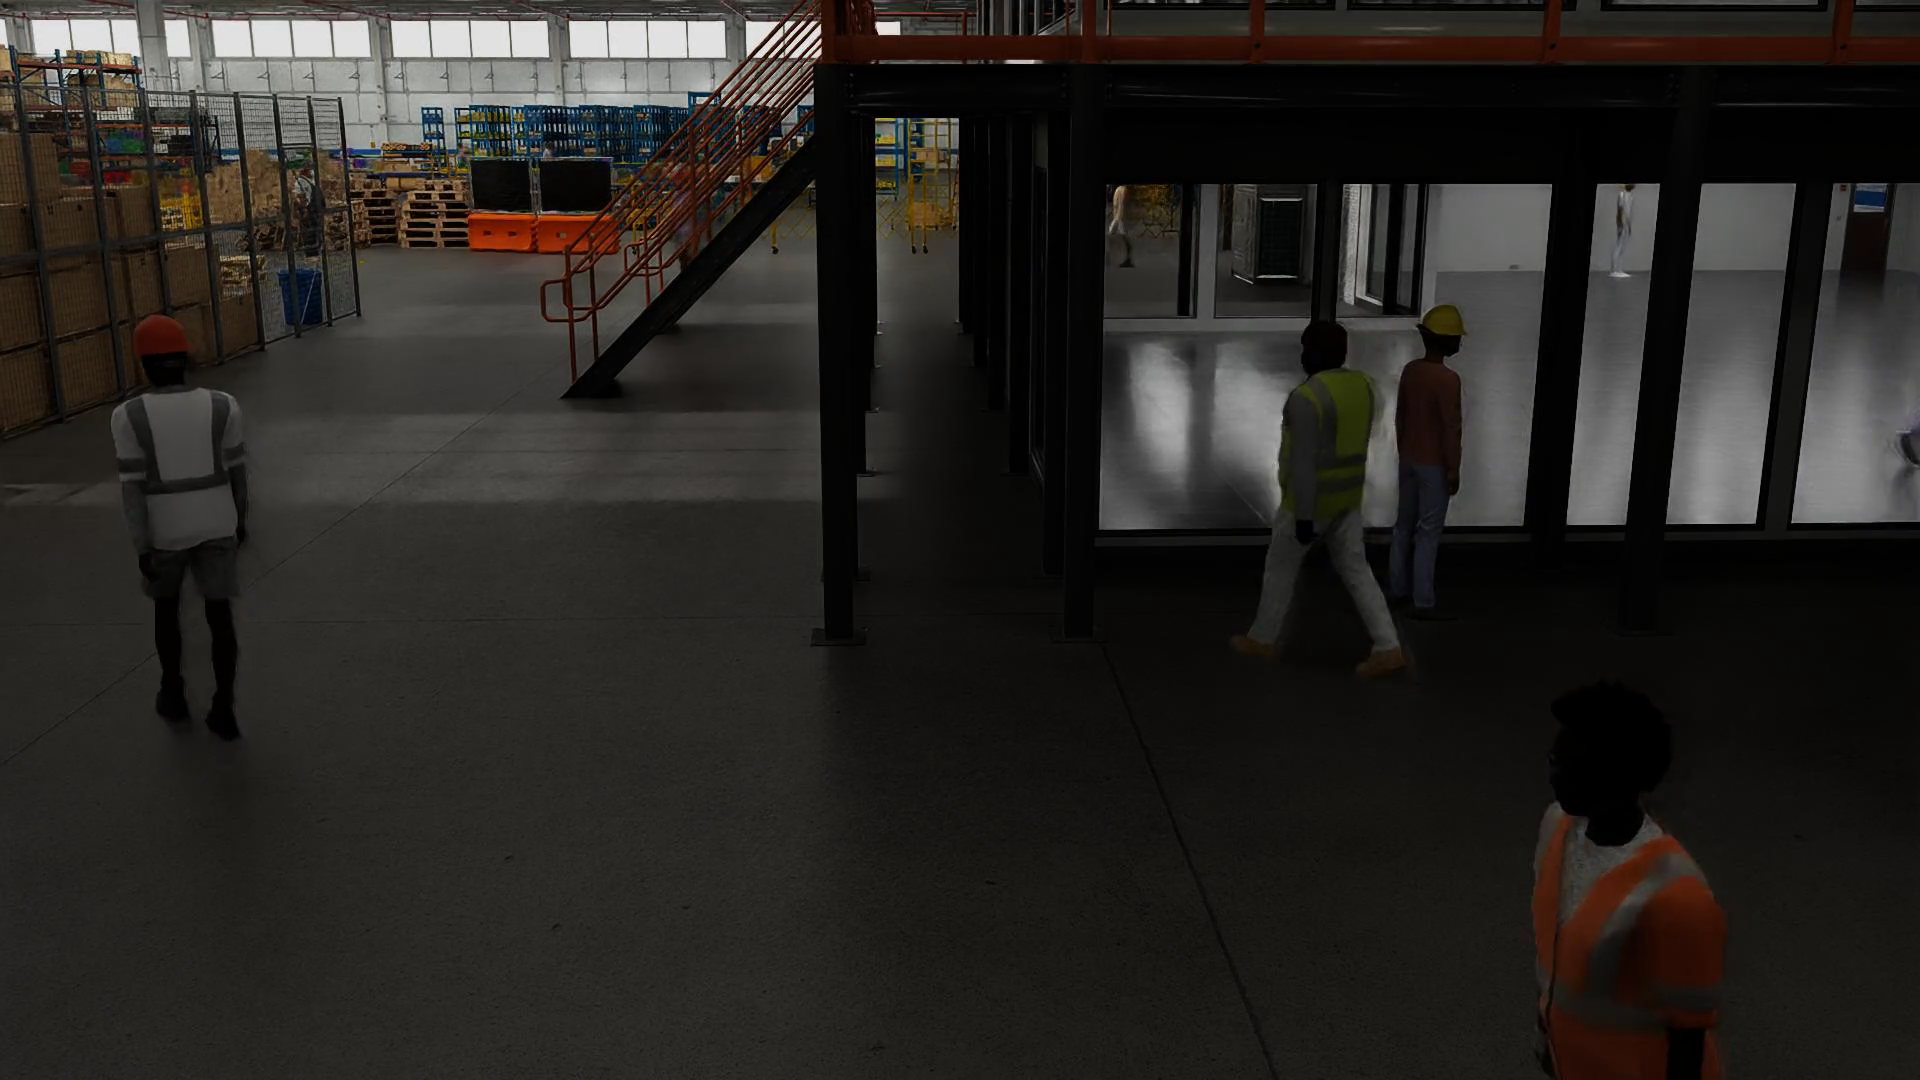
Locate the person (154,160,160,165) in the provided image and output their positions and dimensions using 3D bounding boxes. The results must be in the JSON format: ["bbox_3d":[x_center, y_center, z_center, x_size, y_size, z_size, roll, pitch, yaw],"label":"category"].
[{"bbox_3d":[-31.244,-14.369,64.754,0.639,1.891,0.984,12,18,39],"label":"person"}]

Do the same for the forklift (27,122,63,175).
[{"bbox_3d":[-35.376,-14.773,64.377,1.129,2.768,1.873,-1,14,-2],"label":"forklift"}]

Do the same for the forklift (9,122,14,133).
[{"bbox_3d":[-37.575,-15.030,65.406,1.129,2.768,1.873,-1,14,-2],"label":"forklift"}]

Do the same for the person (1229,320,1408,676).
[{"bbox_3d":[1.865,-0.203,8.365,0.625,1.798,0.972,-12,18,-40],"label":"person"}]

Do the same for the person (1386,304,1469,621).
[{"bbox_3d":[2.640,-0.432,9.322,0.319,1.767,0.534,-5,15,-18],"label":"person"}]

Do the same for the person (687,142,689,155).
[{"bbox_3d":[-14.975,-21.343,92.878,0.941,1.787,0.598,-3,14,-13],"label":"person"}]

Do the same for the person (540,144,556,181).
[{"bbox_3d":[-19.054,-17.287,76.518,0.984,1.855,0.640,-1,14,-6],"label":"person"}]

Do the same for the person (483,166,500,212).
[{"bbox_3d":[-12.009,-8.678,42.400,0.924,1.709,0.533,7,16,26],"label":"person"}]

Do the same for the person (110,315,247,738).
[{"bbox_3d":[-3.541,-0.073,7.606,0.549,1.907,0.797,-9,17,-32],"label":"person"}]

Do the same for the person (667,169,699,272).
[{"bbox_3d":[-4.566,-5.197,27.861,0.608,2.019,0.823,12,18,40],"label":"person"}]

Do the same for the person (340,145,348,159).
[{"bbox_3d":[-30.571,-18.743,82.549,0.334,1.743,0.560,4,15,15],"label":"person"}]

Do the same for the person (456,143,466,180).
[{"bbox_3d":[-24.756,-18.711,82.255,0.617,1.821,0.610,-4,15,-17],"label":"person"}]

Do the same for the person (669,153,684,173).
[{"bbox_3d":[-8.887,-11.272,52.451,0.527,1.867,0.338,-8,16,-29],"label":"person"}]

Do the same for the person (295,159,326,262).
[{"bbox_3d":[-13.129,-6.677,33.722,0.536,2.000,0.673,0,14,-2],"label":"person"}]

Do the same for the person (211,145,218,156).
[{"bbox_3d":[-33.204,-16.744,74.436,0.849,1.799,0.624,1,14,3],"label":"person"}]

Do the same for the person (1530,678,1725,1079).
[{"bbox_3d":[1.311,1.095,3.430,0.550,1.671,0.548,-2,14,-7],"label":"person"}]
